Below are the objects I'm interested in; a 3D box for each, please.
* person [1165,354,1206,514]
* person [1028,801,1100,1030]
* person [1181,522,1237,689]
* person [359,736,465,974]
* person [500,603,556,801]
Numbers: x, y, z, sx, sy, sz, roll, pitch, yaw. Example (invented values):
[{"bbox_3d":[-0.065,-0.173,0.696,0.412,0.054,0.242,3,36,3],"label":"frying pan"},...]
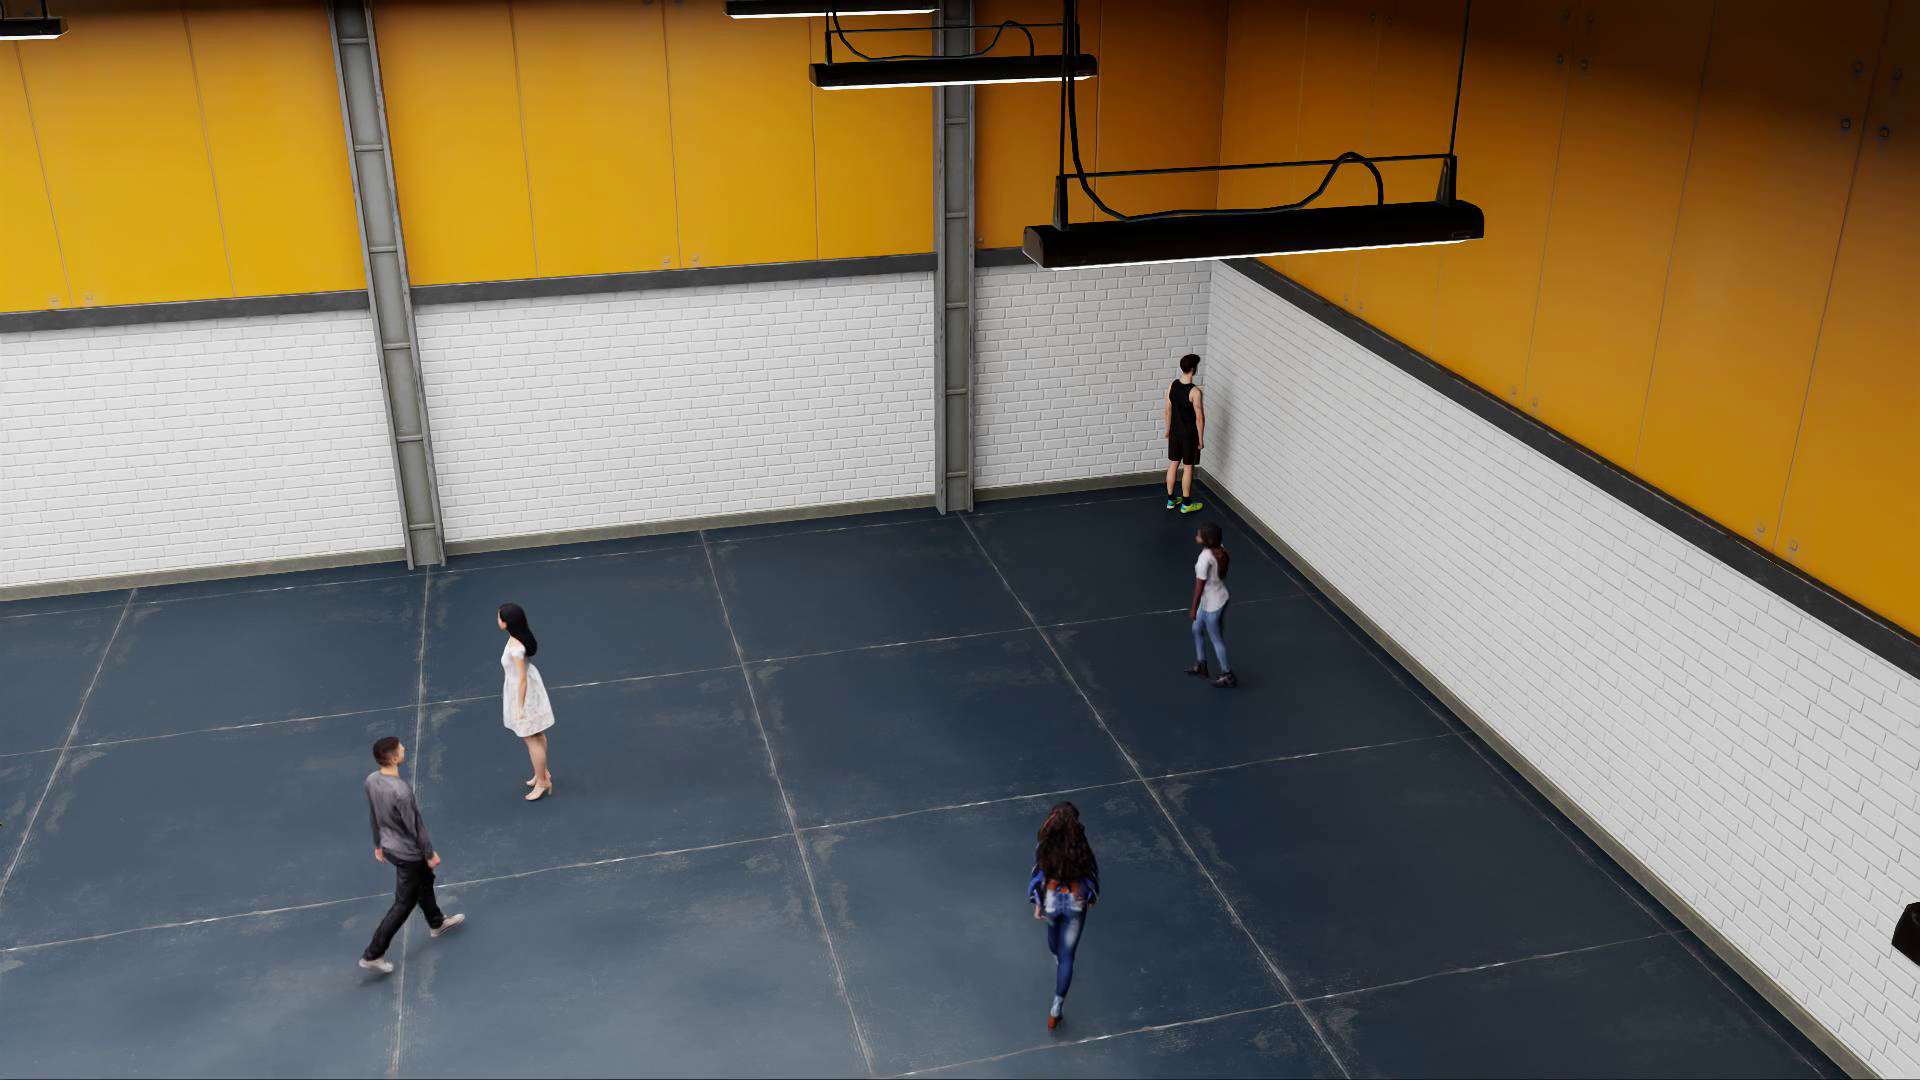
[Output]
[{"bbox_3d":[2.611,-1.249,19.362,0.782,1.890,0.773,21,31,39],"label":"person"},{"bbox_3d":[0.688,2.520,11.139,1.075,1.569,1.011,6,24,14],"label":"person"},{"bbox_3d":[2.385,0.607,15.365,0.915,1.690,0.839,14,27,29],"label":"person"},{"bbox_3d":[-3.952,2.216,11.628,1.028,1.735,1.199,19,30,37],"label":"person"},{"bbox_3d":[-3.569,1.312,13.649,0.688,1.773,0.692,-2,24,-5],"label":"person"}]
